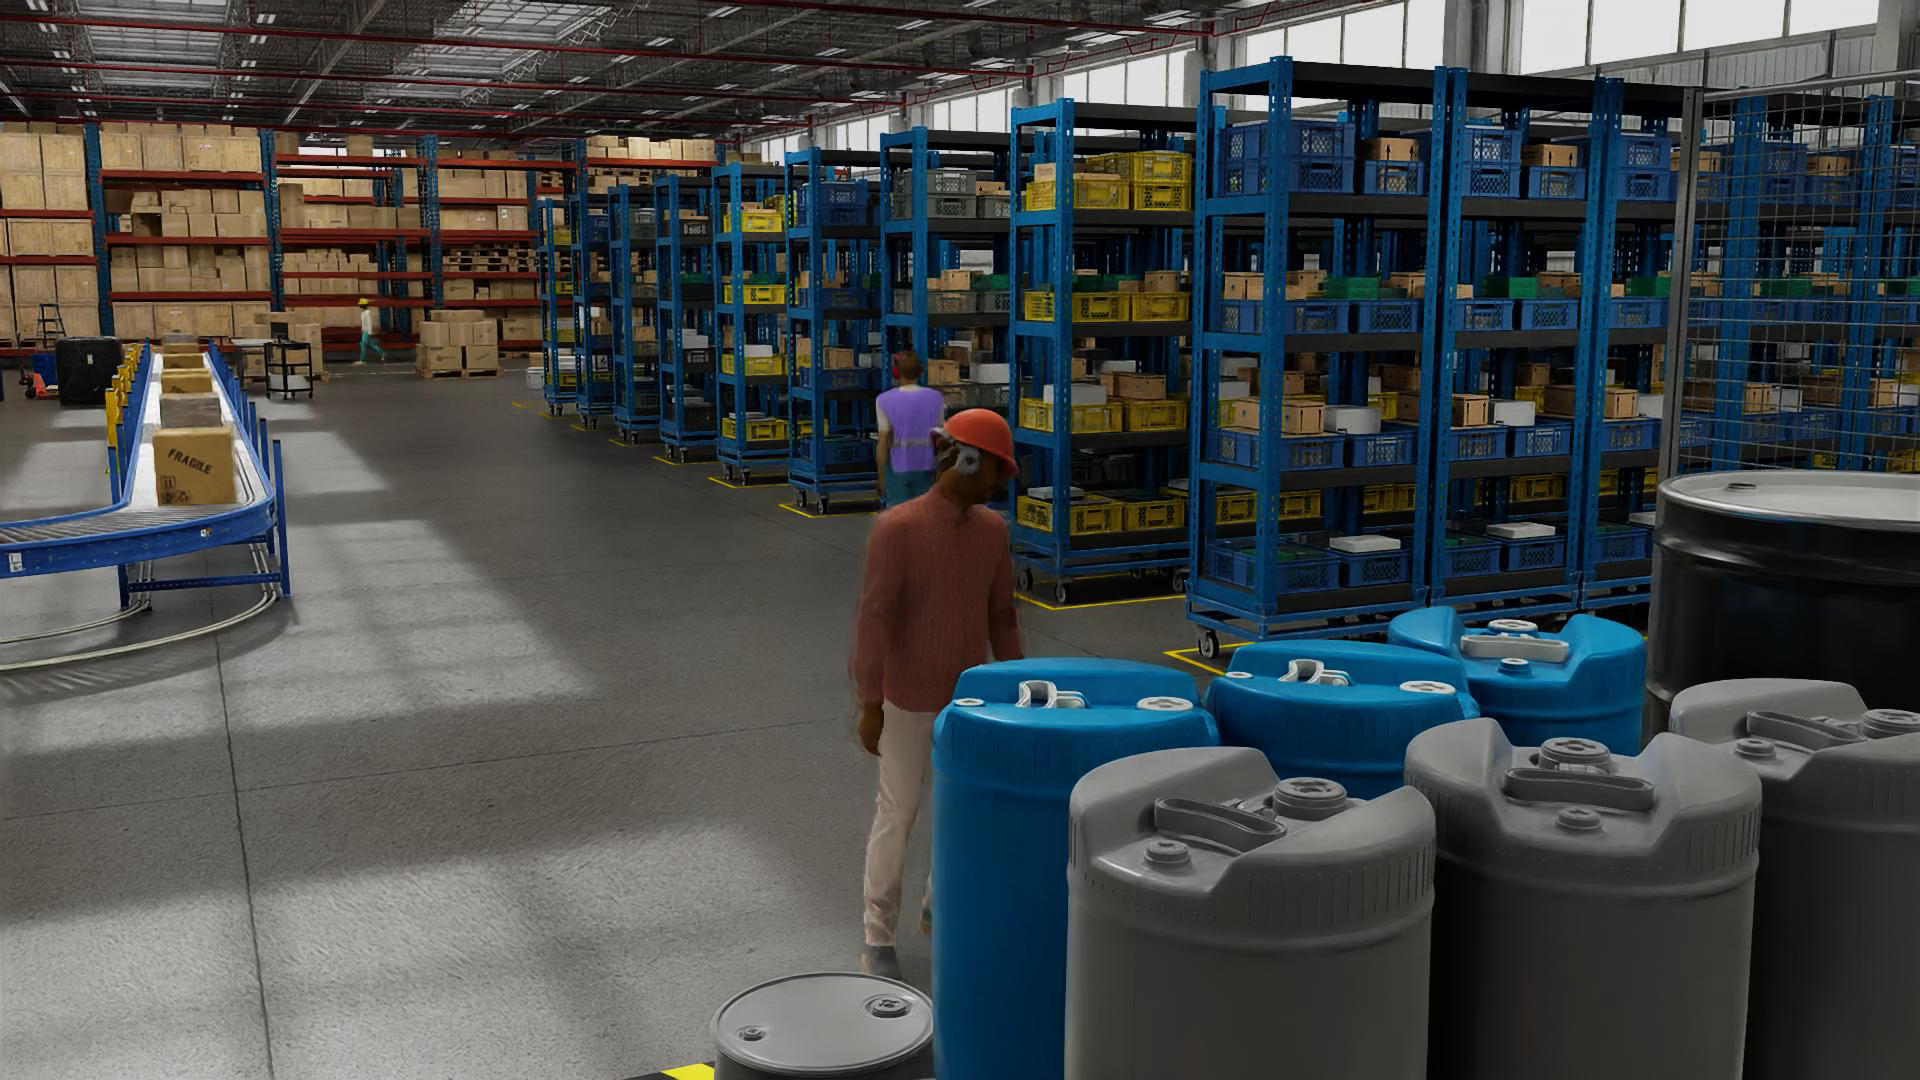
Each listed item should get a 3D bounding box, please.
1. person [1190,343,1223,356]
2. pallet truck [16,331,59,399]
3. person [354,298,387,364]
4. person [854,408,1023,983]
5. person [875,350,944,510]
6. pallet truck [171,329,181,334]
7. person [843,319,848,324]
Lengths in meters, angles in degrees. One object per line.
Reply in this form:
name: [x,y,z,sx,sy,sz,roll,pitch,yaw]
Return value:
person: [3.445,-2.233,23.224,0.599,1.817,0.403,5,11,30]
pallet truck: [-17.082,-3.353,31.781,1.630,1.274,0.653,-4,10,-25]
person: [-15.543,-5.501,43.736,0.770,1.741,0.524,-4,10,-24]
person: [-0.086,0.529,5.698,0.688,1.951,0.383,-8,12,-39]
person: [-0.360,-0.518,12.574,0.565,1.829,0.630,-5,10,-27]
pallet truck: [-17.275,-3.851,35.096,1.601,1.201,0.680,0,9,1]
person: [-3.464,-6.295,47.963,0.629,1.977,0.674,6,11,31]
